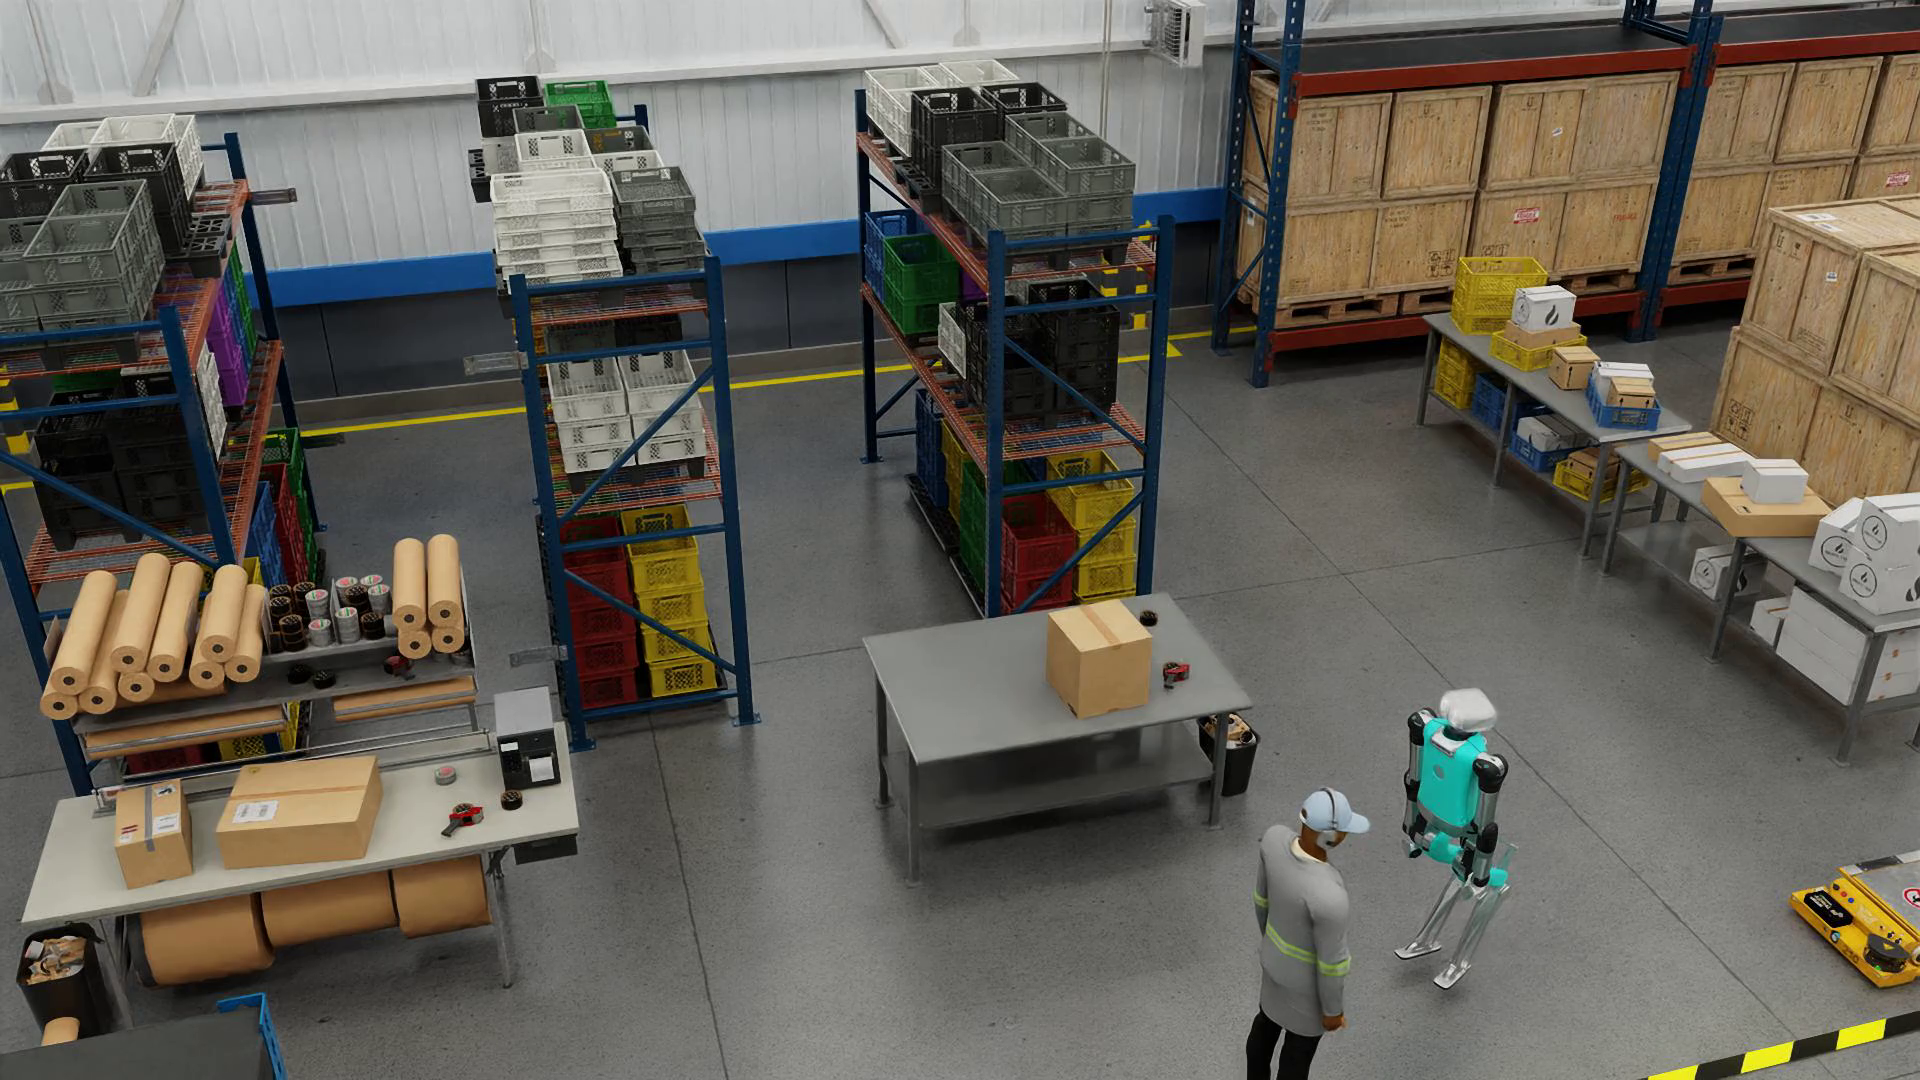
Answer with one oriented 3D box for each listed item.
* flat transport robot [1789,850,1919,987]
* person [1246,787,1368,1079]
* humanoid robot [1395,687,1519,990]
[{"bbox_3d":[5.163,1.916,8.676,1.431,0.231,0.659,-8,30,-14],"label":"flat transport robot"},{"bbox_3d":[1.490,1.837,7.180,0.396,1.847,0.588,-11,31,-19],"label":"person"},{"bbox_3d":[2.466,1.388,7.976,0.735,1.673,0.533,-17,33,-28],"label":"humanoid robot"}]
